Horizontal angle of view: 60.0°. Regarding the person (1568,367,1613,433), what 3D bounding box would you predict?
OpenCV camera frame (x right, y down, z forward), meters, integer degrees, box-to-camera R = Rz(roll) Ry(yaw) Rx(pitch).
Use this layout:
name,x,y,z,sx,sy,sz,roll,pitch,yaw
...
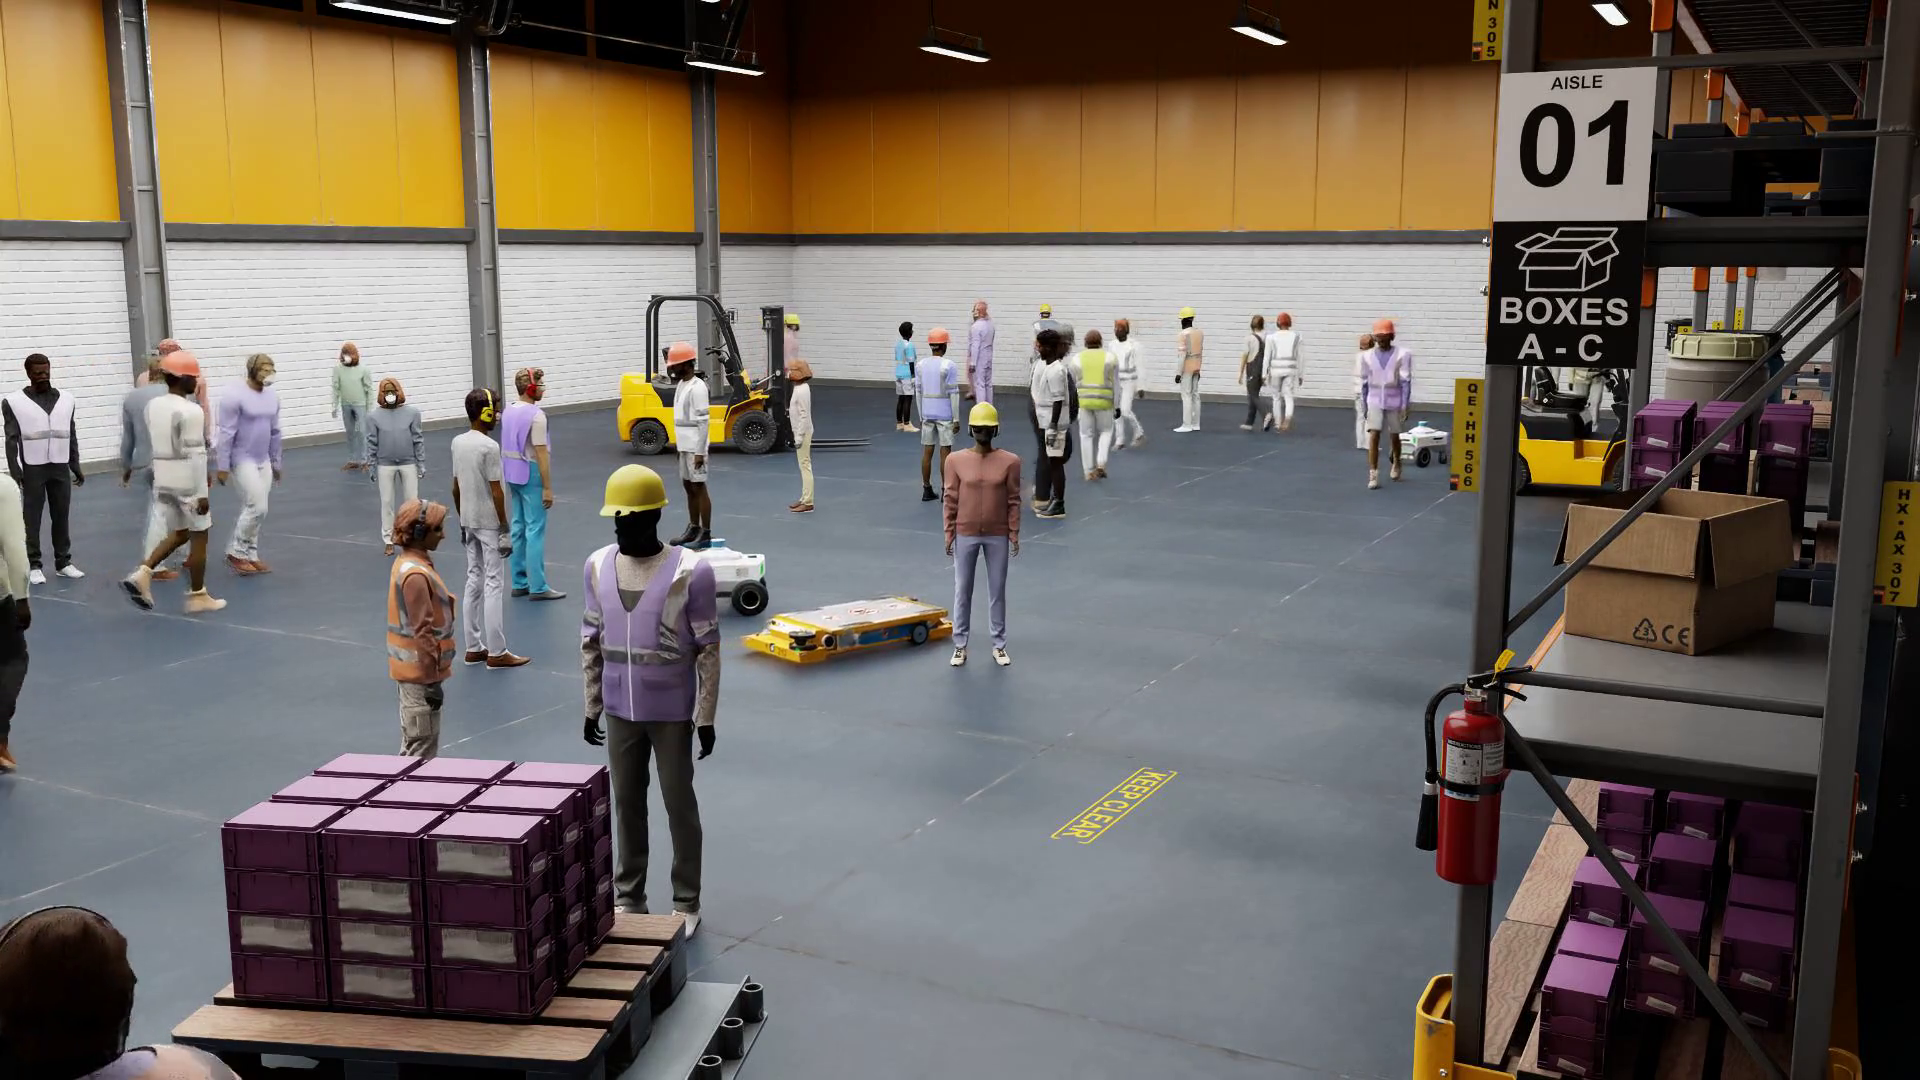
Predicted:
name,x,y,z,sx,sy,sz,roll,pitch,yaw
person,9.389,-2.414,24.765,0.622,1.801,0.756,4,10,20

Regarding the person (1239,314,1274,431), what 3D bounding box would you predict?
name,x,y,z,sx,sy,sz,roll,pitch,yaw
person,4.603,-2.552,25.522,0.526,1.813,0.830,-5,11,-27

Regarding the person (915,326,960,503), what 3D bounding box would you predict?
name,x,y,z,sx,sy,sz,roll,pitch,yaw
person,-0.231,-1.379,18.346,0.545,1.942,0.351,6,12,32

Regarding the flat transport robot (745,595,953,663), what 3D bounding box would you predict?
name,x,y,z,sx,sy,sz,roll,pitch,yaw
flat transport robot,-0.730,0.607,11.678,1.431,0.197,0.652,-8,13,-40

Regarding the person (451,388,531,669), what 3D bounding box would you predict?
name,x,y,z,sx,sy,sz,roll,pitch,yaw
person,-3.141,-0.076,11.029,0.512,1.865,0.329,8,12,38

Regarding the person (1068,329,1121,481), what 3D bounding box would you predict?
name,x,y,z,sx,sy,sz,roll,pitch,yaw
person,1.620,-1.620,20.057,0.652,1.828,0.445,2,10,11

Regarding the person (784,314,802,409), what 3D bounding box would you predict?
name,x,y,z,sx,sy,sz,roll,pitch,yaw
person,-2.735,-2.824,27.262,0.516,1.748,0.546,1,10,7

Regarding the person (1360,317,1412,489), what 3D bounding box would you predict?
name,x,y,z,sx,sy,sz,roll,pitch,yaw
person,5.025,-1.628,19.601,0.616,2.014,0.917,4,11,24

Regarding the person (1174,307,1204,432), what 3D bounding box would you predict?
name,x,y,z,sx,sy,sz,roll,pitch,yaw
person,3.492,-2.612,25.533,0.385,1.922,0.594,9,13,41

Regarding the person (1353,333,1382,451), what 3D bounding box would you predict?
name,x,y,z,sx,sy,sz,roll,pitch,yaw
person,5.651,-2.052,23.137,0.362,1.630,0.551,-3,10,-14

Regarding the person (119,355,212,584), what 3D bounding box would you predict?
name,x,y,z,sx,sy,sz,roll,pitch,yaw
person,-6.685,-0.613,14.077,0.730,1.873,0.981,3,10,16

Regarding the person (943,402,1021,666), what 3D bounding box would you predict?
name,x,y,z,sx,sy,sz,roll,pitch,yaw
person,0.148,-0.037,11.074,0.525,1.772,0.307,-1,10,-4

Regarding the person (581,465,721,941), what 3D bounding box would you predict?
name,x,y,z,sx,sy,sz,roll,pitch,yaw
person,-1.246,0.654,6.617,0.595,1.925,0.374,3,10,19

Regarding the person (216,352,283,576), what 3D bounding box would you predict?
name,x,y,z,sx,sy,sz,roll,pitch,yaw
person,-6.016,-0.637,14.165,0.493,1.908,0.641,2,10,12

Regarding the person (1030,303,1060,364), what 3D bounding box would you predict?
name,x,y,z,sx,sy,sz,roll,pitch,yaw
person,1.553,-3.404,30.387,0.600,1.829,0.404,-2,10,-13

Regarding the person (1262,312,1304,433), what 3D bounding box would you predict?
name,x,y,z,sx,sy,sz,roll,pitch,yaw
person,4.894,-2.512,25.166,0.628,1.863,0.718,1,10,7

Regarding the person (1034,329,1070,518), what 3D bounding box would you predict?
name,x,y,z,sx,sy,sz,roll,pitch,yaw
person,0.960,-1.207,17.283,0.371,1.963,0.608,0,10,2

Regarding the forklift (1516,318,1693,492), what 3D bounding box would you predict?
name,x,y,z,sx,sy,sz,roll,pitch,yaw
forklift,7.066,-1.601,18.899,2.313,2.155,1.214,5,11,27

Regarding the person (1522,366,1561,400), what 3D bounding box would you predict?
name,x,y,z,sx,sy,sz,roll,pitch,yaw
person,8.096,-2.237,23.330,0.630,1.936,0.366,7,12,34

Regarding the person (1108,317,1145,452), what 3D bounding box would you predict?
name,x,y,z,sx,sy,sz,roll,pitch,yaw
person,2.285,-2.142,22.981,0.461,1.865,0.624,-8,13,-40

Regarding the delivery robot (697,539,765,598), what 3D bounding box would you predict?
name,x,y,z,sx,sy,sz,roll,pitch,yaw
delivery robot,-1.851,0.233,12.729,0.707,0.478,0.477,-1,9,-9

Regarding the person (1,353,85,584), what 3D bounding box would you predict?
name,x,y,z,sx,sy,sz,roll,pitch,yaw
person,-7.675,-0.606,13.939,0.371,1.916,0.597,7,12,34

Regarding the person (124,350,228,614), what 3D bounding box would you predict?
name,x,y,z,sx,sy,sz,roll,pitch,yaw
person,-5.924,-0.412,12.520,0.617,2.025,0.633,6,11,31

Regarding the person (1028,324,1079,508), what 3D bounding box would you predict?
name,x,y,z,sx,sy,sz,roll,pitch,yaw
person,0.997,-1.326,17.752,0.546,2.000,0.715,2,10,9

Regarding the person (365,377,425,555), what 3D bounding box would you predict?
name,x,y,z,sx,sy,sz,roll,pitch,yaw
person,-5.142,-0.672,15.170,0.503,1.626,0.280,-4,11,-21

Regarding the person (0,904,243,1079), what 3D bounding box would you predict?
name,x,y,z,sx,sy,sz,roll,pitch,yaw
person,-1.249,1.436,2.460,0.459,1.803,0.656,2,10,9

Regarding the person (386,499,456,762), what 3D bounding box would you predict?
name,x,y,z,sx,sy,sz,roll,pitch,yaw
person,-2.460,0.624,7.625,0.310,1.640,0.514,-4,11,-24

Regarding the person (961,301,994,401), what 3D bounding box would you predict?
name,x,y,z,sx,sy,sz,roll,pitch,yaw
person,0.350,-3.473,30.709,0.472,1.858,0.719,-8,13,-39

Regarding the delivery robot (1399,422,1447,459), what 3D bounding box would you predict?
name,x,y,z,sx,sy,sz,roll,pitch,yaw
delivery robot,5.991,-1.291,21.577,0.707,0.478,0.477,-7,12,-36

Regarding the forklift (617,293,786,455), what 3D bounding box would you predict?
name,x,y,z,sx,sy,sz,roll,pitch,yaw
forklift,-3.588,-2.317,23.042,2.313,2.155,1.214,-1,10,-5

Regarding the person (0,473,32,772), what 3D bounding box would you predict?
name,x,y,z,sx,sy,sz,roll,pitch,yaw
person,-5.145,0.282,8.672,0.618,1.968,0.522,-1,10,-8

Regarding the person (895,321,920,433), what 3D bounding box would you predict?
name,x,y,z,sx,sy,sz,roll,pitch,yaw
person,-0.816,-2.496,25.515,0.315,1.698,0.541,-5,11,-26

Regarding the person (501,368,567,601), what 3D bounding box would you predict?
name,x,y,z,sx,sy,sz,roll,pitch,yaw
person,-3.429,-0.438,13.175,0.389,1.845,0.564,-9,14,-44

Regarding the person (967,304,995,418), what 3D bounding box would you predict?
name,x,y,z,sx,sy,sz,roll,pitch,yaw
person,0.325,-2.970,27.658,0.399,1.908,0.642,5,11,29

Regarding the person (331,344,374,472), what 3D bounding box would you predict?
name,x,y,z,sx,sy,sz,roll,pitch,yaw
person,-7.670,-1.660,21.002,0.520,1.610,0.557,1,10,5

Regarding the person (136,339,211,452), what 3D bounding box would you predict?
name,x,y,z,sx,sy,sz,roll,pitch,yaw
person,-7.741,-1.028,16.417,0.651,1.906,0.403,-5,11,-28

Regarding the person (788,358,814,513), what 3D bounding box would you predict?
name,x,y,z,sx,sy,sz,roll,pitch,yaw
person,-1.694,-1.108,17.663,0.279,1.634,0.498,-1,10,-6

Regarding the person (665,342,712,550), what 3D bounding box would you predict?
name,x,y,z,sx,sy,sz,roll,pitch,yaw
person,-2.517,-0.863,15.406,0.389,1.924,0.548,-5,11,-29
